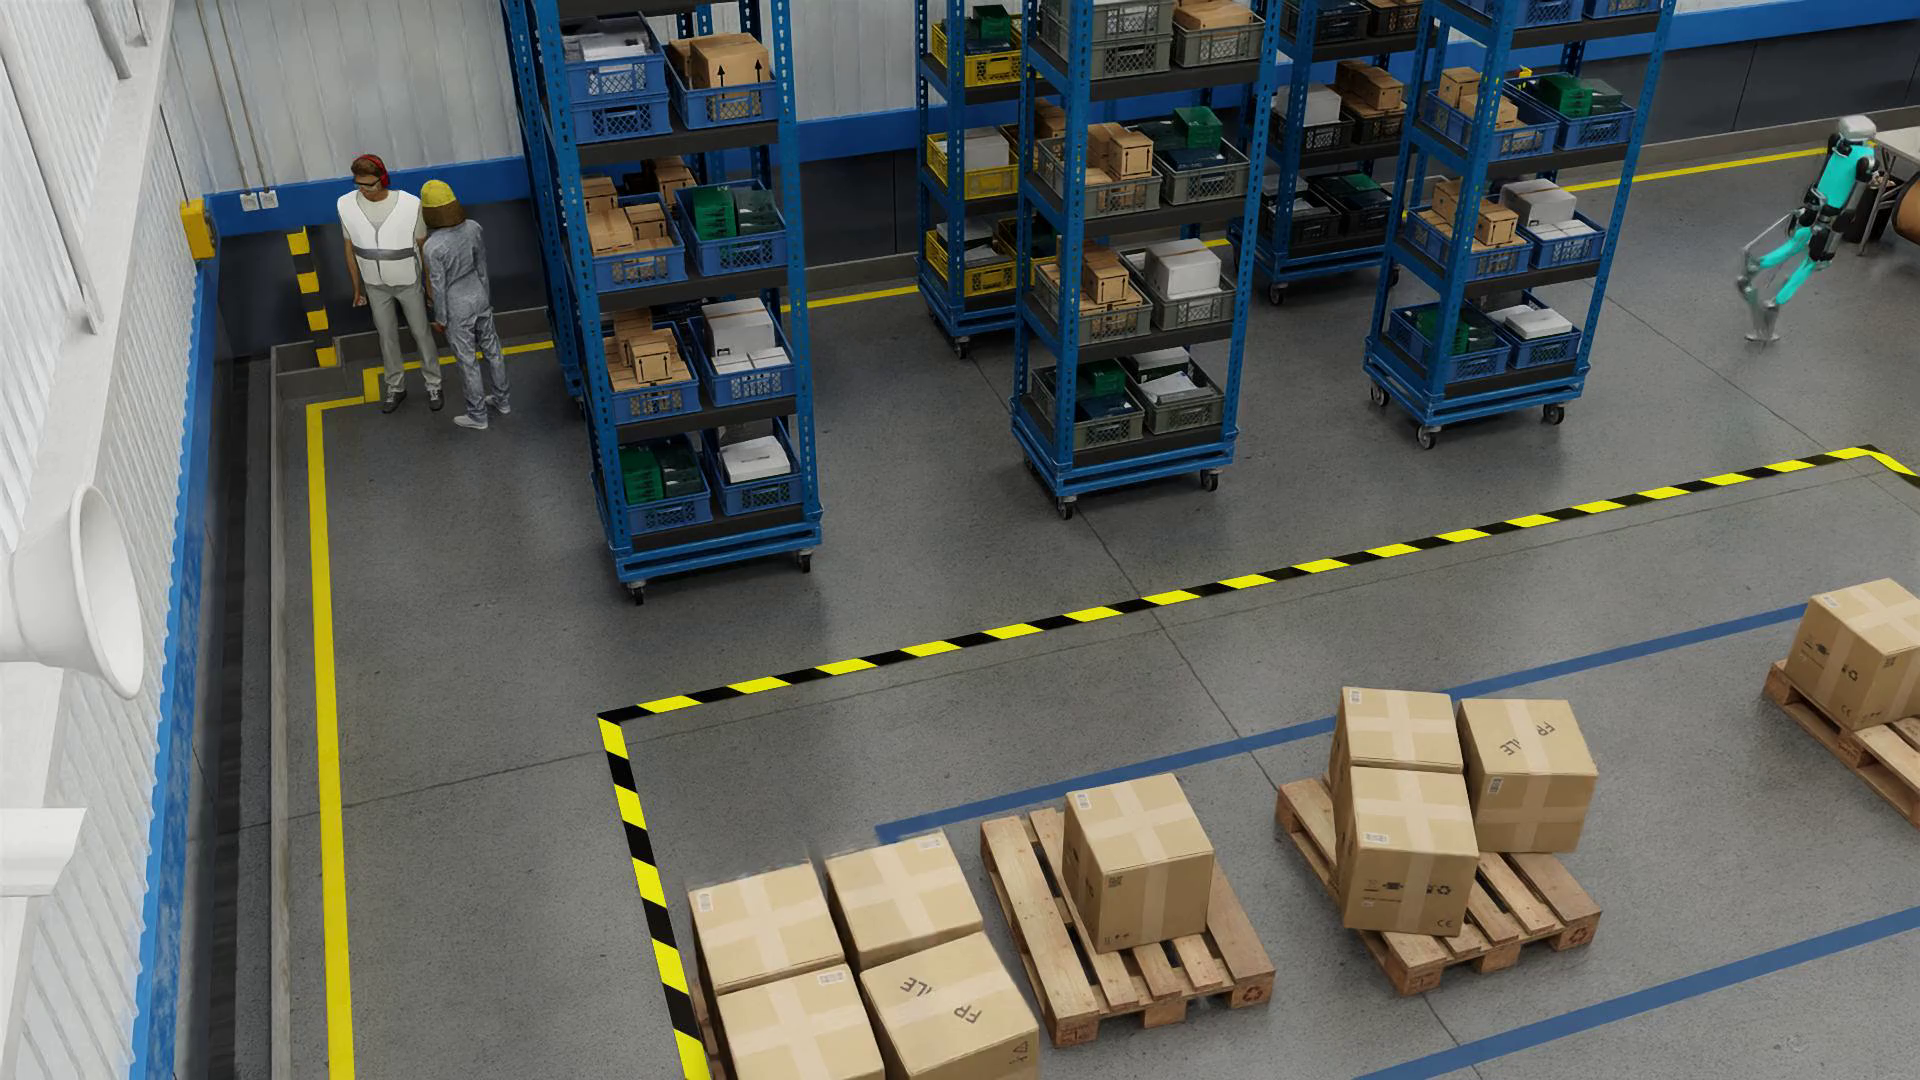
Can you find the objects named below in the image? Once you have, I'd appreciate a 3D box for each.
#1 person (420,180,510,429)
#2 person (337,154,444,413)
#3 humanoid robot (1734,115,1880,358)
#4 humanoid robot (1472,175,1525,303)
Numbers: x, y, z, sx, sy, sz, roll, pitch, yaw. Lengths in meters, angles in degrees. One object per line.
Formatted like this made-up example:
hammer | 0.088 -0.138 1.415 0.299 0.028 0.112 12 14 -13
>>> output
person | -3.292 -1.552 10.982 0.305 1.737 0.483 19 39 24
person | -3.783 -1.721 11.134 0.563 1.837 0.388 -2 35 -3
humanoid robot | 5.892 -2.082 11.831 0.740 1.896 0.536 -1 35 -2
humanoid robot | 3.813 -2.071 11.793 0.734 1.626 0.591 5 35 7
